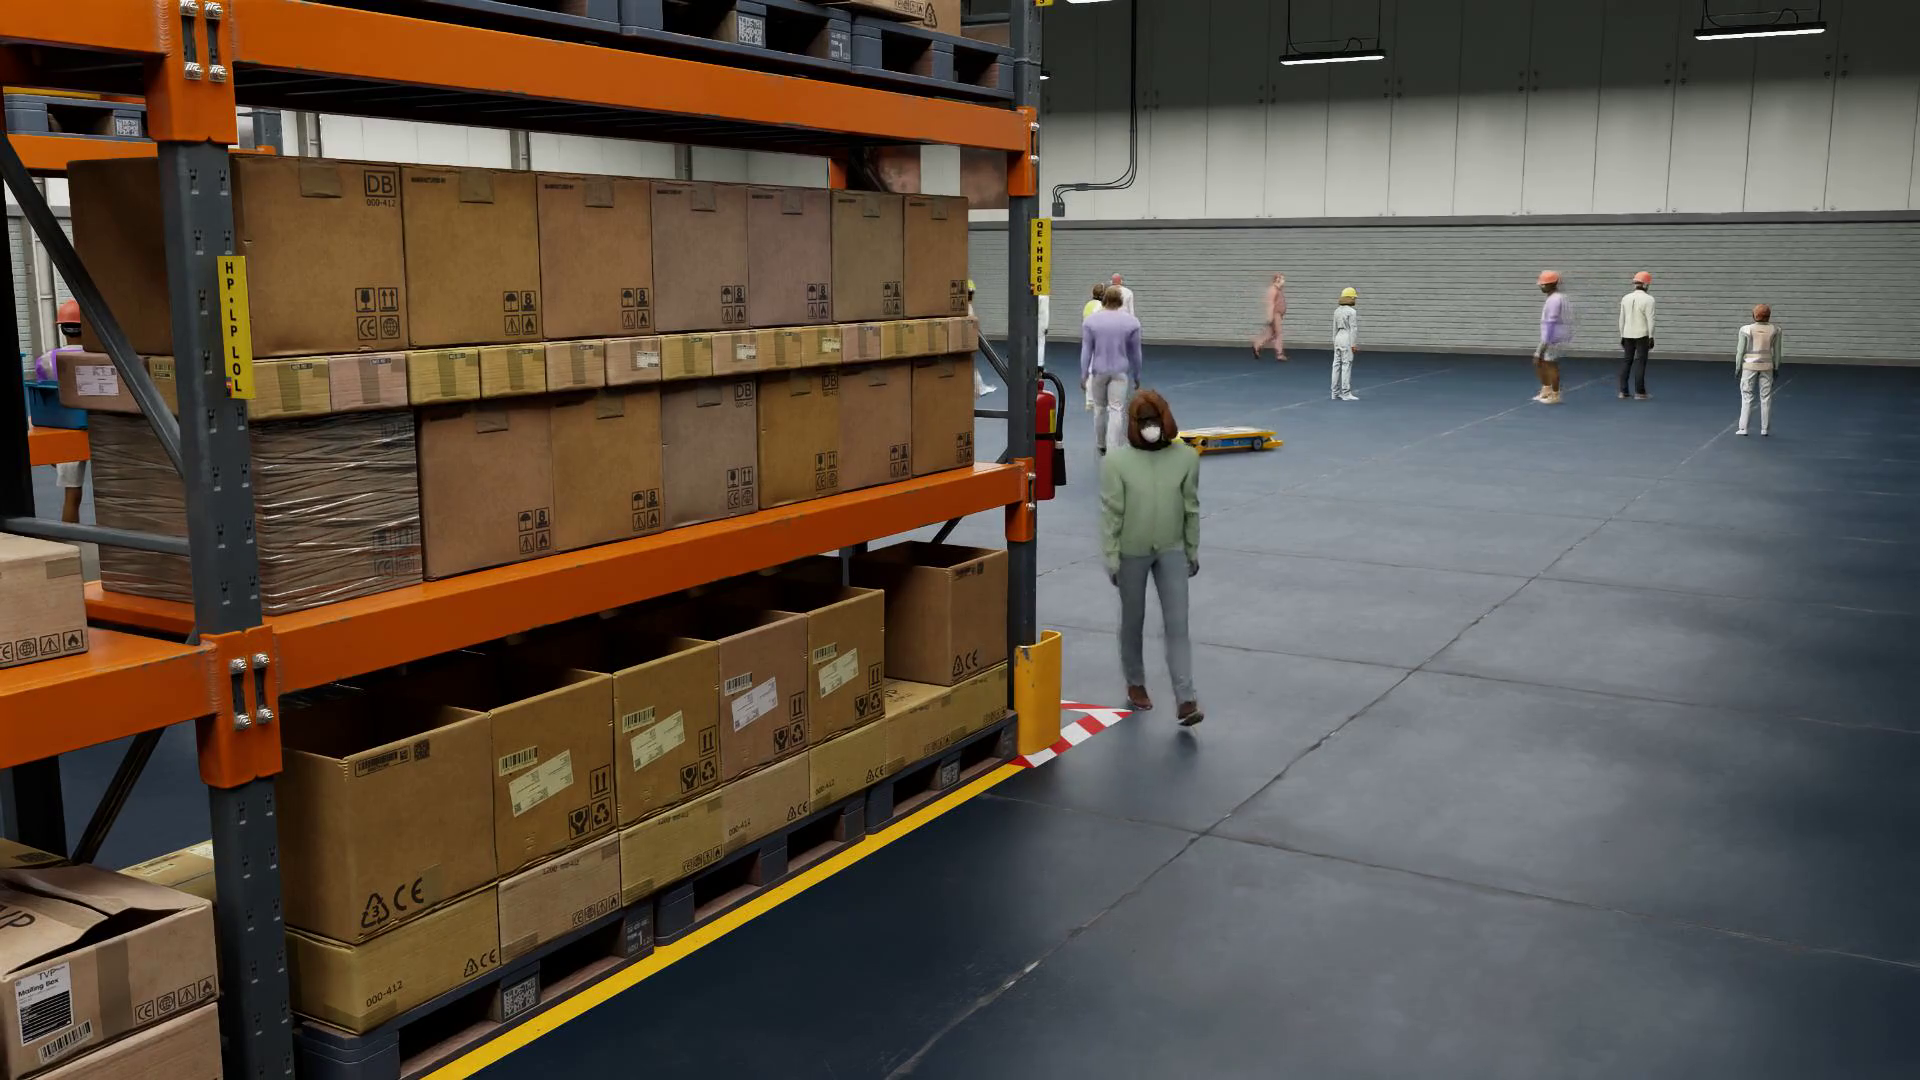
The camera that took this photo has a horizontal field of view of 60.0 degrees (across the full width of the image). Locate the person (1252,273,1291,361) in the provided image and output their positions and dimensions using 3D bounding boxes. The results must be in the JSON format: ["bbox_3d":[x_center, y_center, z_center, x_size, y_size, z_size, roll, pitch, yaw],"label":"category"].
[{"bbox_3d":[6.661,-4.750,35.445,0.780,1.883,0.639,3,10,16],"label":"person"}]

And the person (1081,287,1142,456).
[{"bbox_3d":[1.659,-1.810,18.181,0.658,1.881,1.025,1,10,6],"label":"person"}]

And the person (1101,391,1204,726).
[{"bbox_3d":[0.935,0.093,7.906,0.511,1.580,0.848,-1,10,-8],"label":"person"}]

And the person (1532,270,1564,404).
[{"bbox_3d":[8.807,-3.029,24.942,0.585,2.013,0.638,3,10,15],"label":"person"}]

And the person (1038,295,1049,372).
[{"bbox_3d":[1.412,-4.105,31.679,0.594,1.866,0.677,5,11,28],"label":"person"}]

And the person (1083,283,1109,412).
[{"bbox_3d":[2.005,-2.758,23.902,0.429,1.836,0.624,-3,10,-18],"label":"person"}]

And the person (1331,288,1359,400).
[{"bbox_3d":[5.991,-3.041,25.823,0.313,1.740,0.487,-5,11,-25],"label":"person"}]

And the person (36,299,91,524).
[{"bbox_3d":[-6.119,-0.710,11.645,0.540,1.930,0.384,-2,10,-10],"label":"person"}]

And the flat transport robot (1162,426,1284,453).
[{"bbox_3d":[2.961,-1.158,19.094,1.431,0.197,0.652,-6,11,-31],"label":"flat transport robot"}]

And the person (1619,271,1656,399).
[{"bbox_3d":[10.585,-3.188,25.944,0.402,1.990,0.622,-5,11,-29],"label":"person"}]

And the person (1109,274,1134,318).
[{"bbox_3d":[3.026,-4.196,32.169,0.685,1.873,0.840,1,10,7],"label":"person"}]

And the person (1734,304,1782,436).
[{"bbox_3d":[9.882,-2.101,20.611,0.523,1.639,0.309,2,10,10],"label":"person"}]

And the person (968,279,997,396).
[{"bbox_3d":[0.104,-3.177,26.229,1.010,1.866,0.606,-3,10,-16],"label":"person"}]
